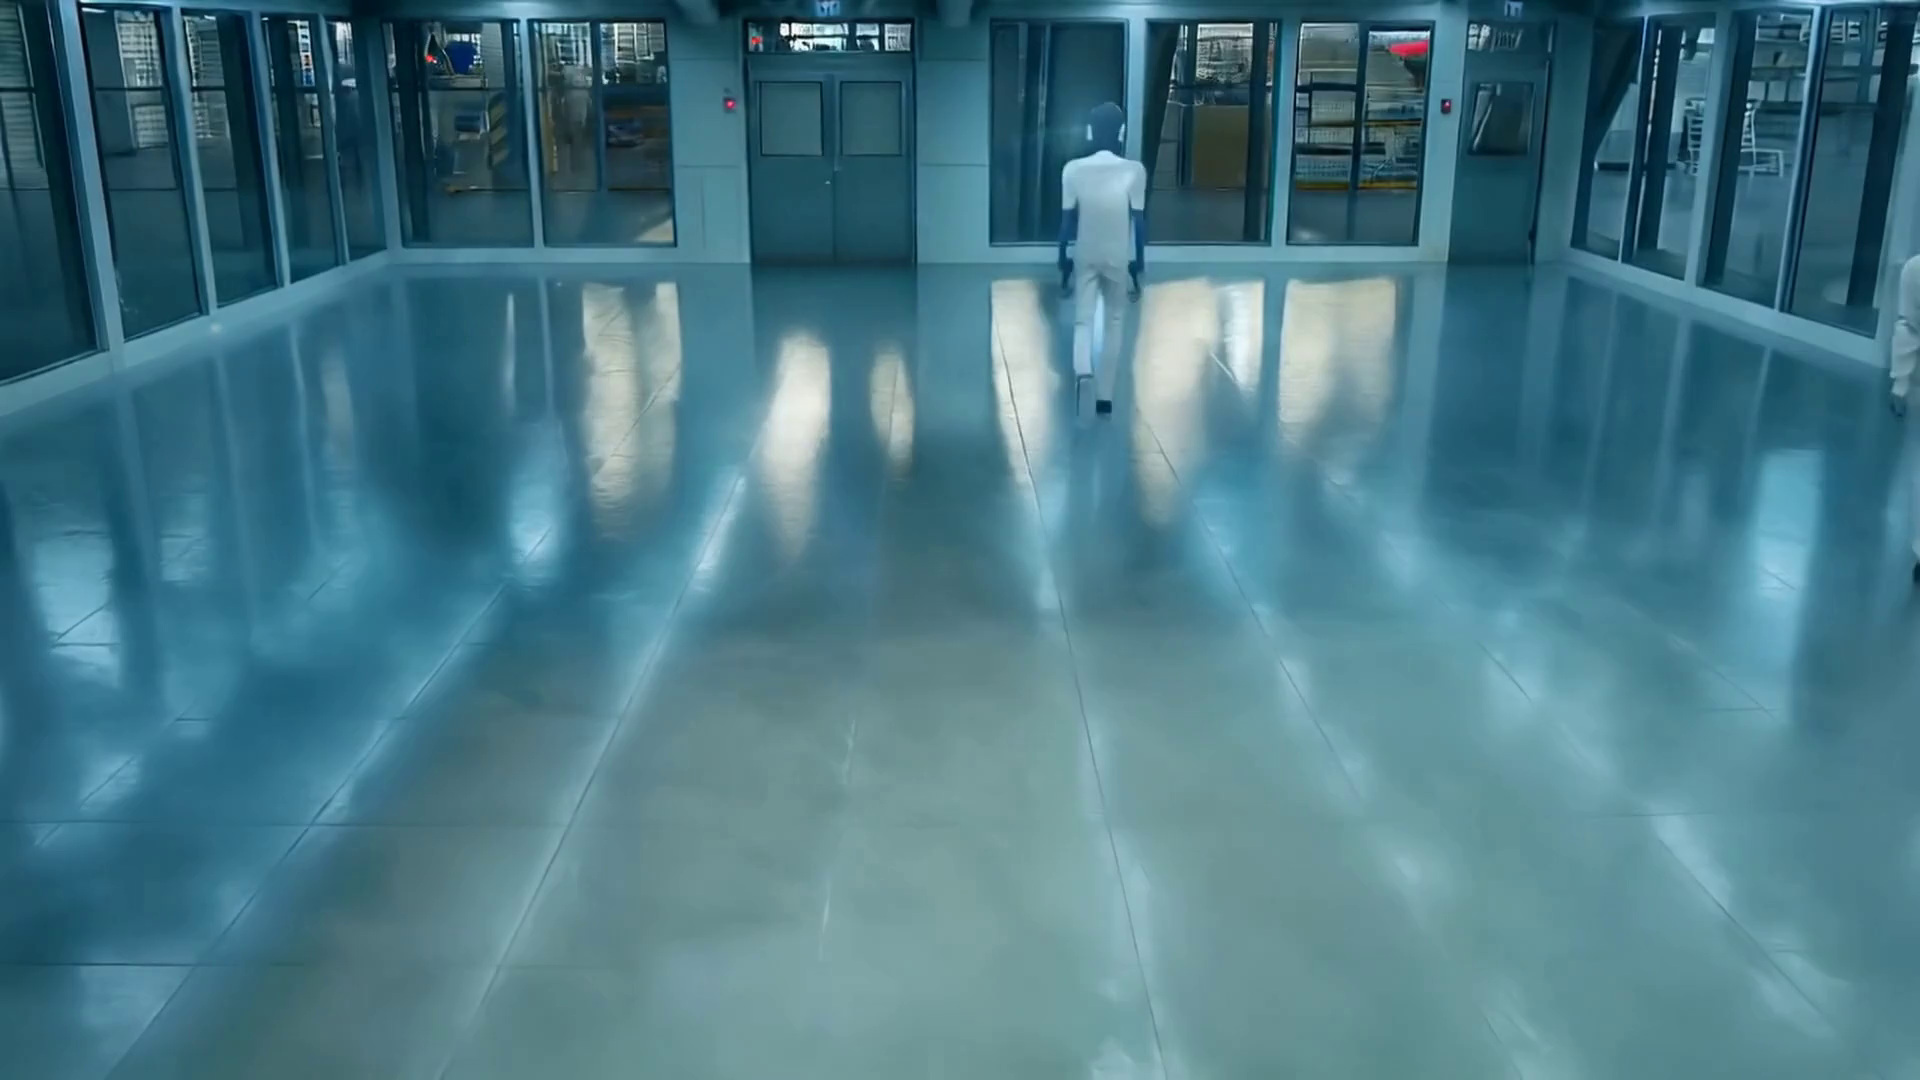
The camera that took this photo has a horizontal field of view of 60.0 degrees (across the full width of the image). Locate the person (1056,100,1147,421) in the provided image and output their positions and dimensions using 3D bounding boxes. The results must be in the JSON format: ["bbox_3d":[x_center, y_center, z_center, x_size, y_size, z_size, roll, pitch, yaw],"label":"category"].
[{"bbox_3d":[0.822,-1.587,9.614,0.517,1.853,0.694,2,16,6],"label":"person"}]

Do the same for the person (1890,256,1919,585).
[{"bbox_3d":[4.001,-0.602,6.674,0.535,1.609,0.315,13,21,37],"label":"person"}]
